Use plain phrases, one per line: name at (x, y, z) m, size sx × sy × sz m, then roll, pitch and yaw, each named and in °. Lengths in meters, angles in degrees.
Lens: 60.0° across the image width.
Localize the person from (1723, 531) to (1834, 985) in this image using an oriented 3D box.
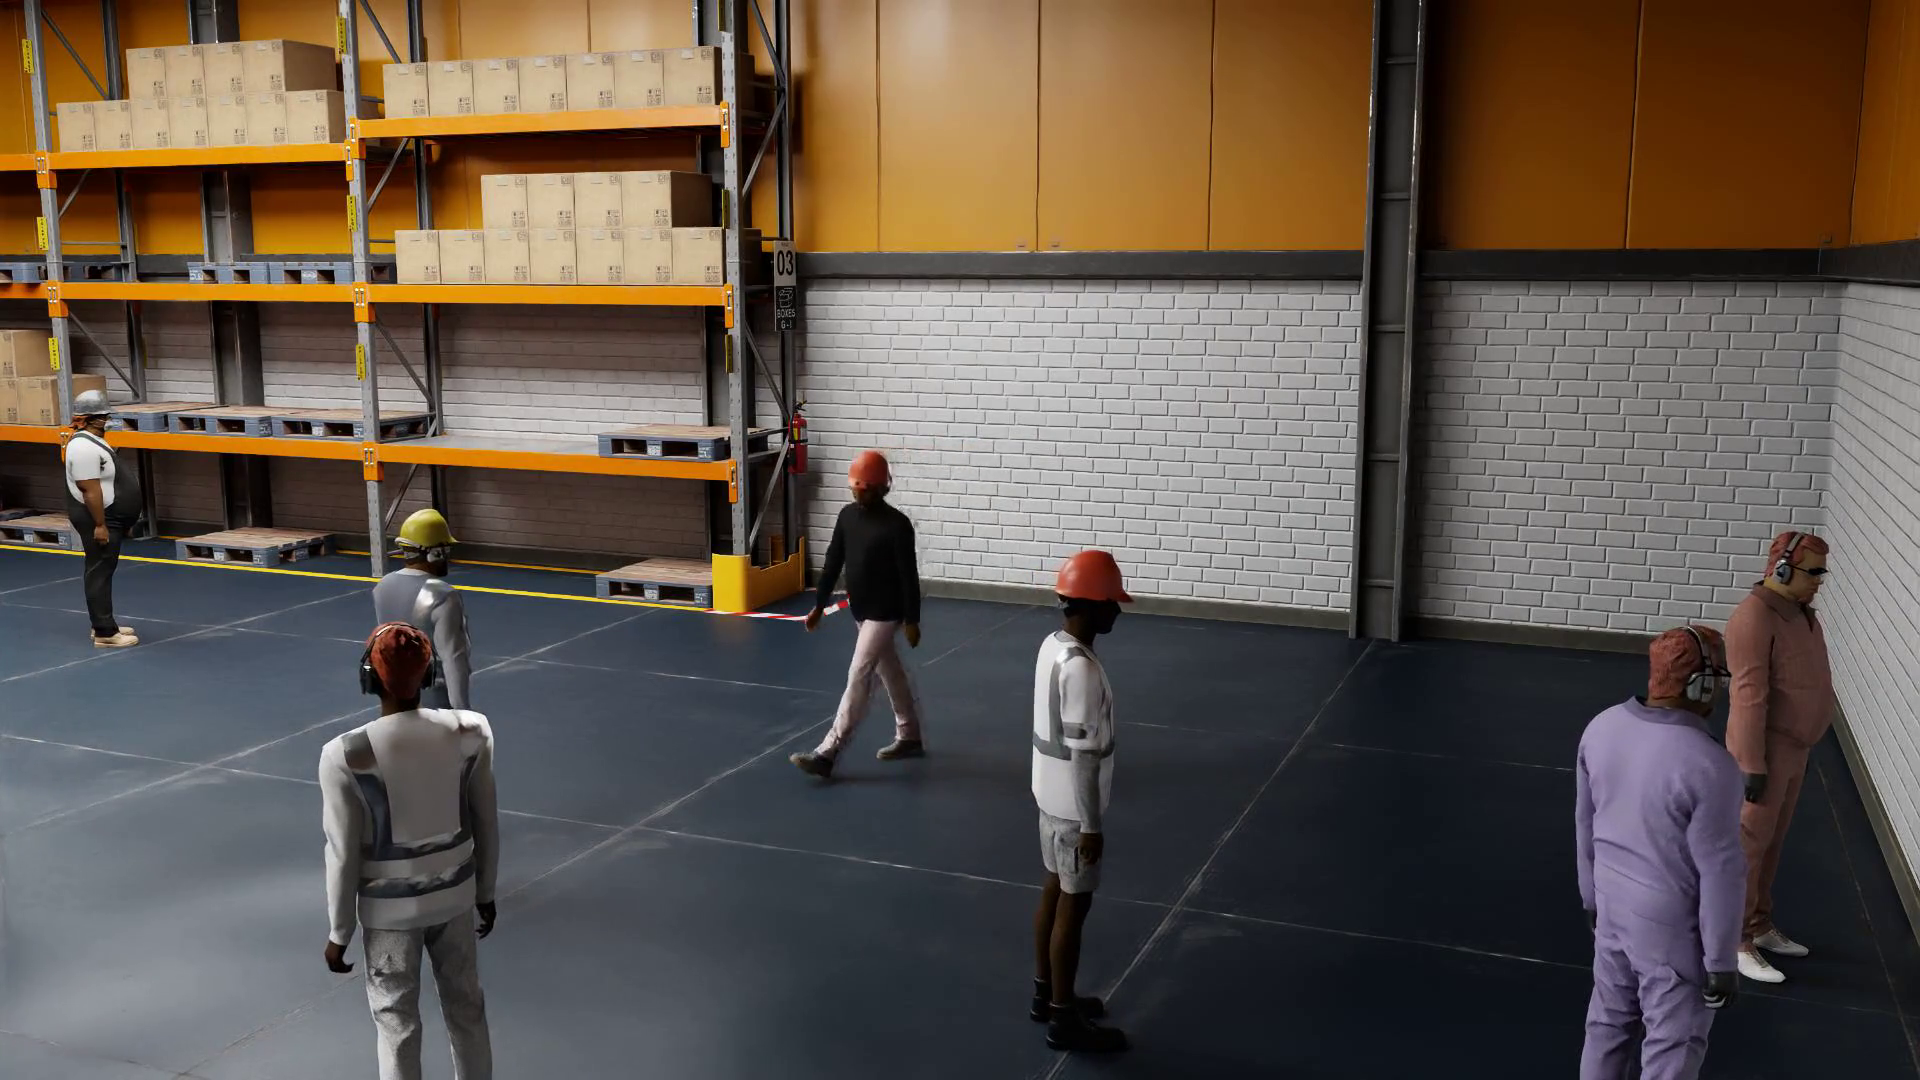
person at (3.485, 0.903, 7.096) m, size 0.407 × 1.902 × 0.639 m, roll 8°, pitch 13°, yaw 42°

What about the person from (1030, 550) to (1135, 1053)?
person at (0.473, 0.994, 6.437) m, size 0.377 × 1.932 × 0.552 m, roll -2°, pitch 9°, yaw -9°

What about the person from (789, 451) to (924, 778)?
person at (-0.597, 0.431, 9.838) m, size 1.055 × 1.923 × 0.643 m, roll -6°, pitch 11°, yaw -34°

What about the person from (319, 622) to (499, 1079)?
person at (-1.769, 1.192, 5.397) m, size 0.573 × 1.883 × 0.355 m, roll -8°, pitch 12°, yaw -40°

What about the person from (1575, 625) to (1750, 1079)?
person at (2.231, 1.205, 5.253) m, size 0.403 × 1.904 × 0.652 m, roll -3°, pitch 10°, yaw -18°

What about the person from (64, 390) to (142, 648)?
person at (-6.795, -0.180, 13.233) m, size 0.537 × 2.000 × 0.678 m, roll -5°, pitch 11°, yaw -28°

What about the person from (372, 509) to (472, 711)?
person at (-2.615, 0.758, 8.208) m, size 0.598 × 1.824 × 0.403 m, roll 7°, pitch 12°, yaw 36°
